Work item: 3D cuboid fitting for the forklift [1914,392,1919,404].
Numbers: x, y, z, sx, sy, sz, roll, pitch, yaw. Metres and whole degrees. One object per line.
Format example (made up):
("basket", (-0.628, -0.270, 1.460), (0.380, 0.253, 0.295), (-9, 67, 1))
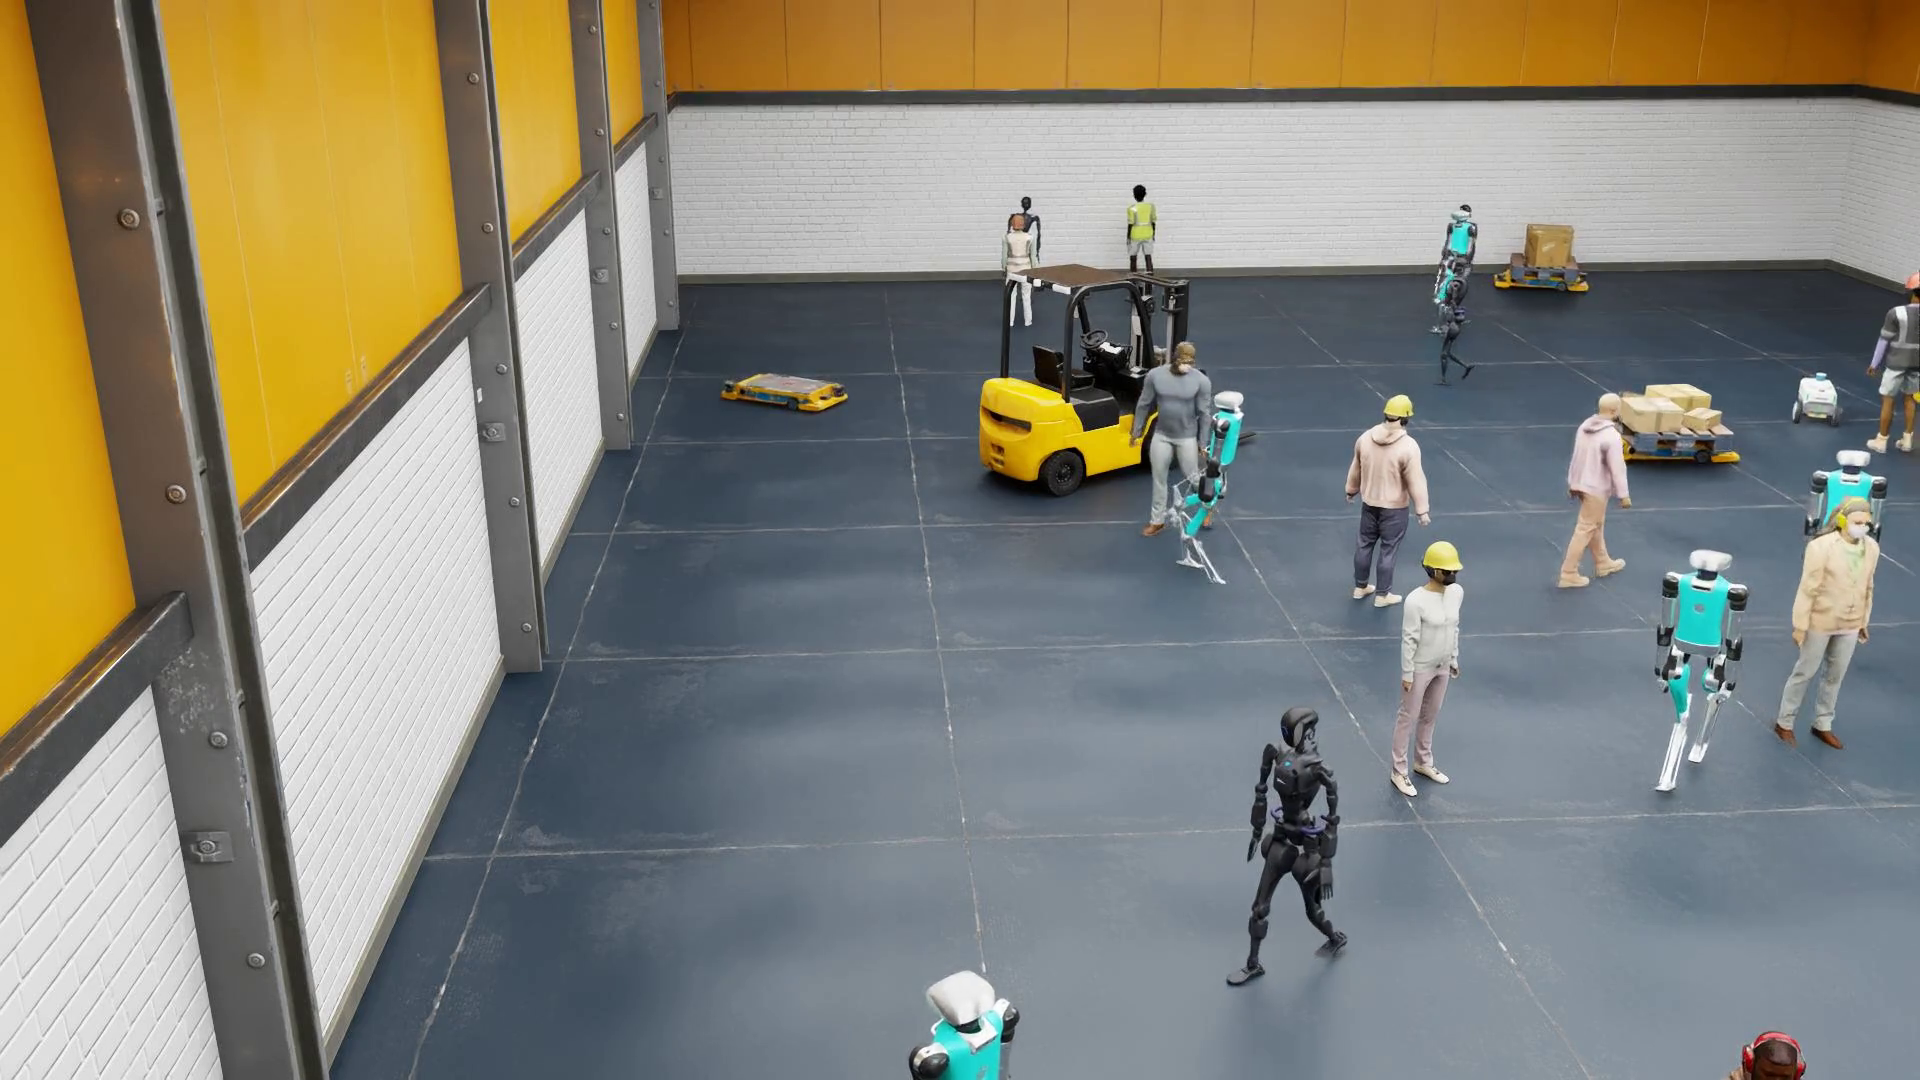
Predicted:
("forklift", (12.602, -2.435, 19.475), (2.313, 2.155, 1.214), (-1, 20, -4))

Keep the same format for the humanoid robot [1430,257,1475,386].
("humanoid robot", (6.326, -2.772, 21.146), (0.491, 1.647, 0.585), (7, 21, 18))

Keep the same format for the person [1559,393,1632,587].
("person", (5.702, -0.434, 14.652), (0.777, 1.756, 0.543), (-4, 20, -10))

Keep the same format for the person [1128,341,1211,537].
("person", (2.052, -1.003, 15.966), (0.745, 1.929, 0.695), (10, 22, 25))

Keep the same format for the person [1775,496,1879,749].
("person", (6.142, 0.574, 11.747), (0.573, 1.878, 0.407), (-3, 20, -9))

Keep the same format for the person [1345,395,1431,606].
("person", (3.630, -0.329, 14.227), (0.436, 1.856, 0.810), (-18, 26, -39))

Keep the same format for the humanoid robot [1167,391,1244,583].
("humanoid robot", (2.109, -0.475, 14.844), (0.801, 1.795, 0.541), (9, 22, 23))

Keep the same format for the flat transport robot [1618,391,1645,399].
("flat transport robot", (8.084, -1.464, 19.617), (0.659, 0.231, 1.431), (8, 22, 20))

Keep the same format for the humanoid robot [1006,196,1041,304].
("humanoid robot", (0.955, -4.494, 25.835), (0.586, 1.645, 0.418), (4, 20, 10))

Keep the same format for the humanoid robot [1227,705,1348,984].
("humanoid robot", (1.859, 1.673, 9.133), (0.791, 1.643, 0.610), (-15, 25, -36))

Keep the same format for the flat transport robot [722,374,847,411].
("flat transport robot", (-2.180, -1.834, 20.624), (1.431, 0.231, 0.659), (10, 22, 25))

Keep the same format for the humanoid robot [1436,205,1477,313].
("humanoid robot", (7.559, -4.278, 25.311), (0.595, 1.629, 0.786), (-7, 21, -18))

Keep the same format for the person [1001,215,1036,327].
("person", (0.858, -3.935, 24.357), (0.512, 1.640, 0.308), (0, 20, 0))

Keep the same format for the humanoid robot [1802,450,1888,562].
("humanoid robot", (7.016, 0.081, 13.304), (0.547, 1.791, 0.872), (10, 22, 26))

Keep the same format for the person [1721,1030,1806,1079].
("person", (3.054, 2.606, 6.516), (0.455, 1.651, 0.338), (5, 21, 13))

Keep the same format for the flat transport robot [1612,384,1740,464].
("flat transport robot", (7.824, -1.053, 18.495), (1.431, 0.231, 0.659), (1, 20, 2))

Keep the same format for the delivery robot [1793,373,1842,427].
("delivery robot", (10.193, -1.667, 19.771), (0.499, 0.606, 0.781), (7, 21, 19))

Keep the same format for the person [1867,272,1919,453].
("person", (10.414, -1.947, 18.379), (0.616, 2.038, 0.428), (0, 20, 0))

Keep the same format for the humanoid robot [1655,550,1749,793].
("humanoid robot", (5.012, 0.846, 11.258), (0.551, 1.759, 1.055), (14, 24, 34))

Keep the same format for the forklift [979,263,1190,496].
("forklift", (1.315, -1.764, 17.646), (2.313, 2.155, 1.214), (-14, 24, -33))

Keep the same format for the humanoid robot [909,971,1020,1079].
("humanoid robot", (-0.213, 2.457, 6.887), (1.020, 1.780, 0.530), (18, 27, 41))

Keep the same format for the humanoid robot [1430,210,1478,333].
("humanoid robot", (7.042, -3.857, 23.981), (0.994, 1.725, 0.550), (-8, 22, -21))

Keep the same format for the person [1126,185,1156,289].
("person", (2.932, -4.911, 26.989), (0.552, 1.683, 0.634), (-7, 21, -19))

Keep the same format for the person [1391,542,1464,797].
("person", (3.149, 0.846, 11.144), (0.524, 1.772, 0.307), (-13, 24, -32))

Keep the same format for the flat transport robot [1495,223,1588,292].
("flat transport robot", (9.519, -4.261, 27.237), (1.431, 0.231, 0.659), (6, 21, 16))
